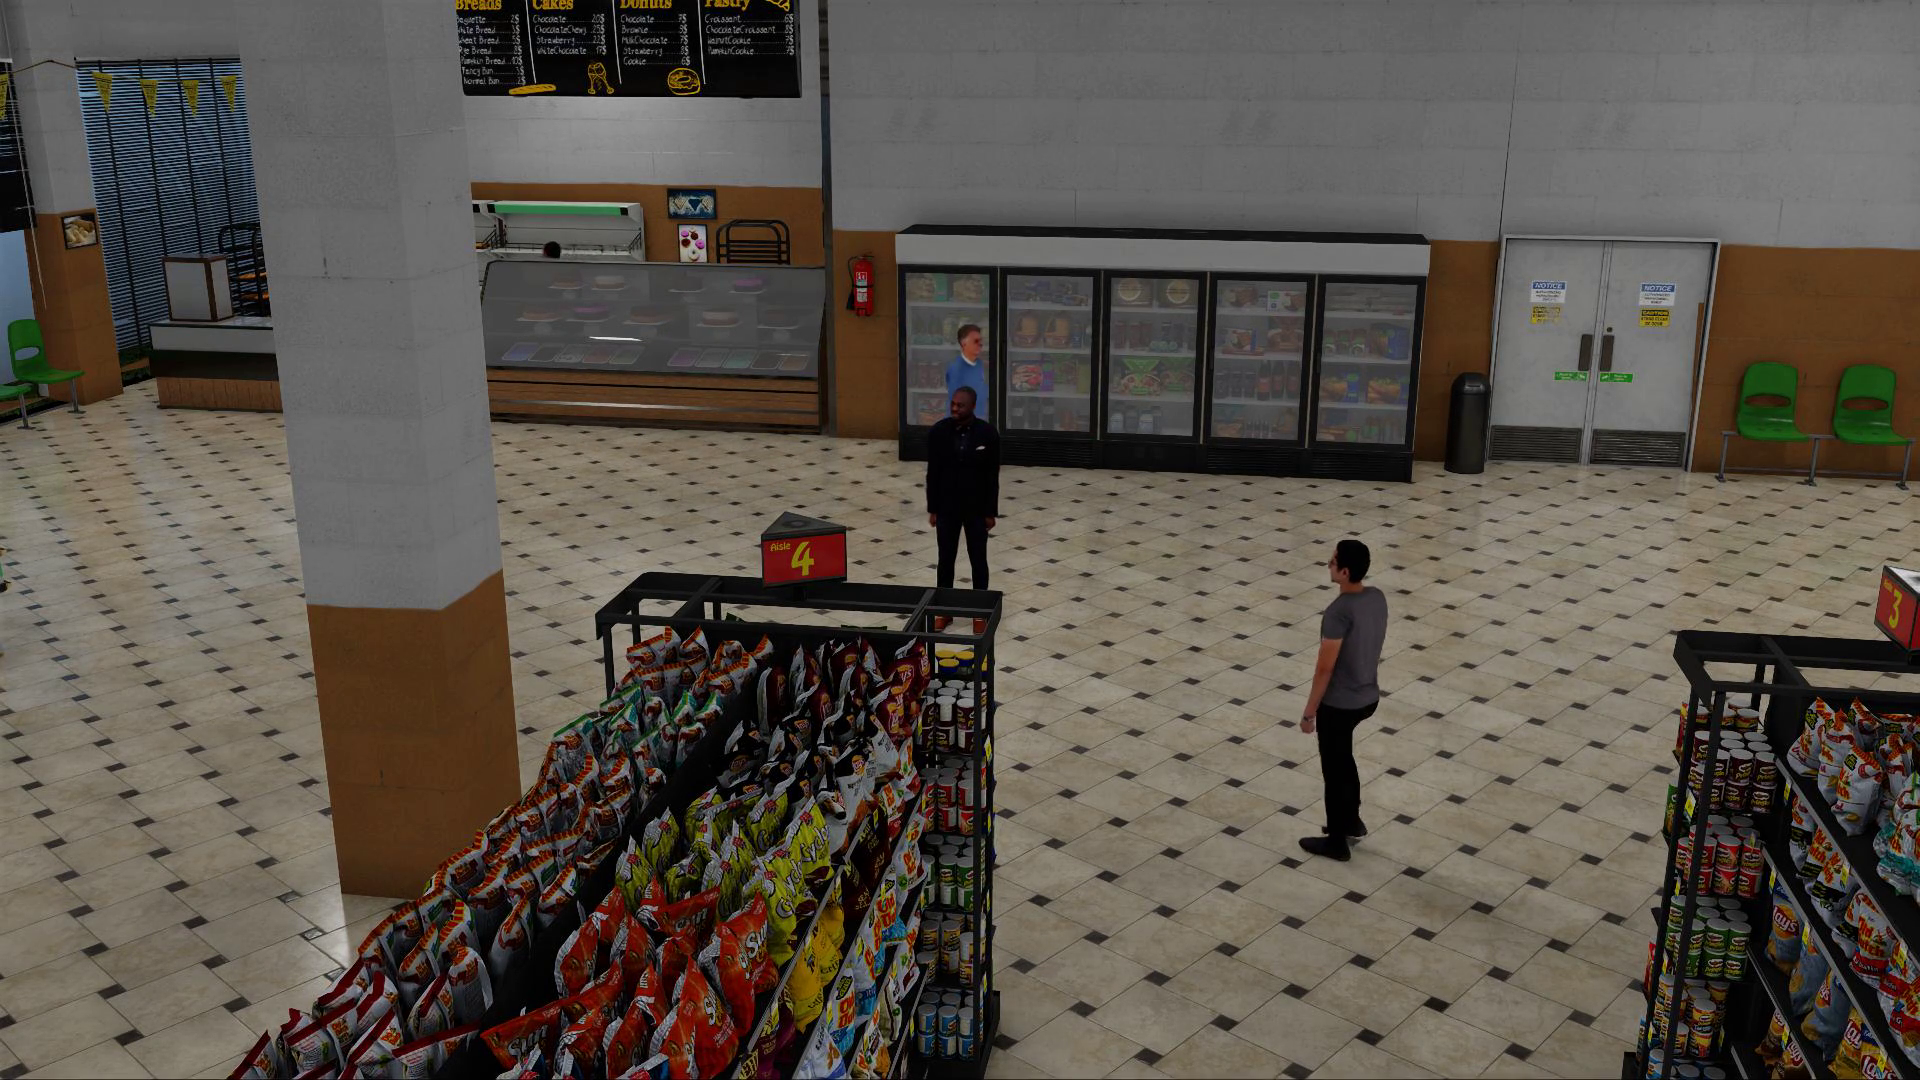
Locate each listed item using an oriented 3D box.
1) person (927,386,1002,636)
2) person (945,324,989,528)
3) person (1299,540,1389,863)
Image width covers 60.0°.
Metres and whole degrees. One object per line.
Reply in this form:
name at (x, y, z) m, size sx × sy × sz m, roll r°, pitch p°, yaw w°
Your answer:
person at (0.026, -0.225, 11.972) m, size 0.679 × 1.818 × 0.582 m, roll 4°, pitch 17°, yaw 11°
person at (-0.010, -1.011, 14.591) m, size 0.834 × 1.799 × 0.702 m, roll 10°, pitch 20°, yaw 30°
person at (2.053, 0.844, 8.573) m, size 0.823 × 1.748 × 0.716 m, roll 14°, pitch 22°, yaw 39°
